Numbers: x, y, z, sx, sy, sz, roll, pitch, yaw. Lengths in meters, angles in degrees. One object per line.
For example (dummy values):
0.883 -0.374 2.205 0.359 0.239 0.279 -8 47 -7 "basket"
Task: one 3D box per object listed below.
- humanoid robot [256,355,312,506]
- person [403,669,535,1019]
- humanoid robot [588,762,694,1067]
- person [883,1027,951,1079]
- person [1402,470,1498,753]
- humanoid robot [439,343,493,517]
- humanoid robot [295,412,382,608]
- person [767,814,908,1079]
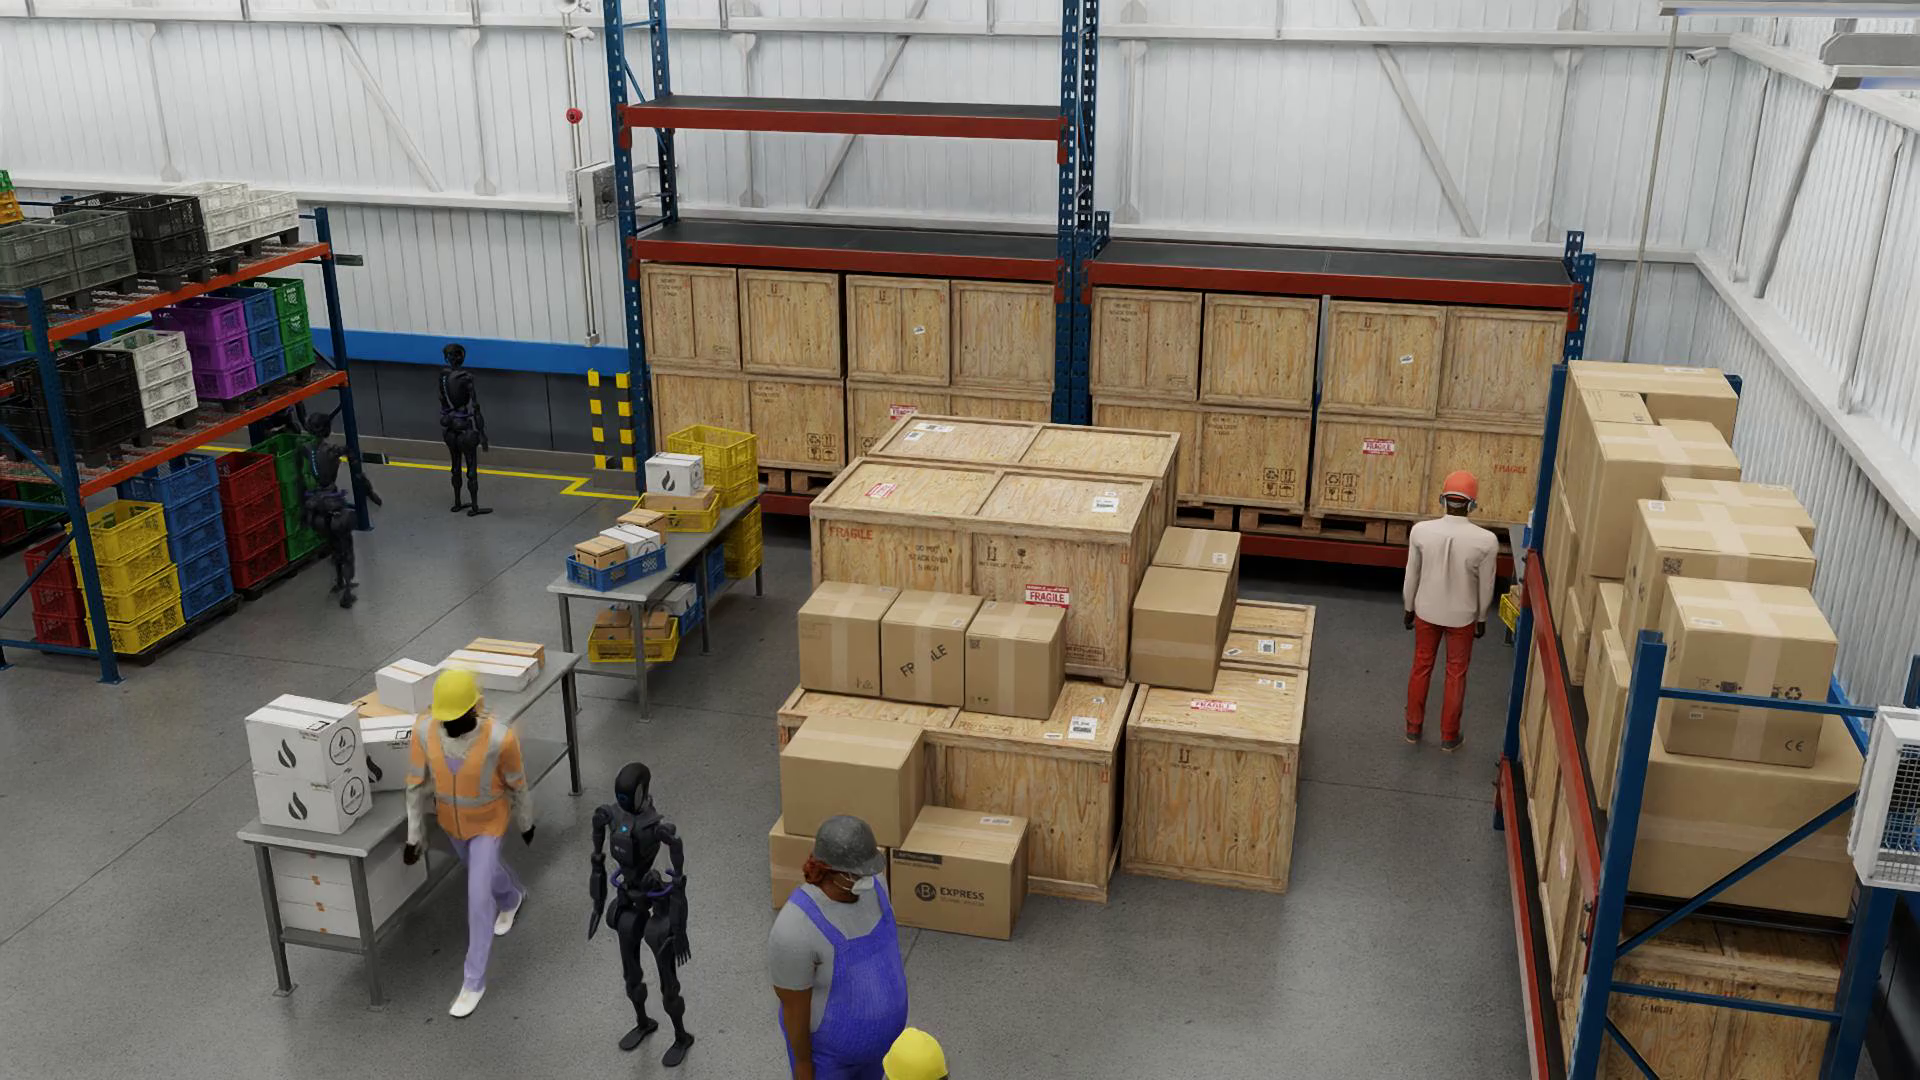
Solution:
-6.482 -1.077 15.876 0.315 1.653 0.603 12 24 29 "humanoid robot"
-2.595 1.487 8.928 0.589 1.865 1.035 5 22 14 "person"
-1.577 1.842 8.250 0.570 1.651 0.325 10 23 24 "humanoid robot"
-0.153 2.580 6.197 0.524 1.768 0.307 -19 28 -40 "person"
3.337 0.484 11.398 0.600 1.977 0.430 12 24 29 "person"
-4.742 -1.069 15.850 0.601 1.657 0.324 15 26 34 "humanoid robot"
-5.177 -0.294 13.848 0.564 1.631 0.581 6 22 16 "humanoid robot"
-0.472 2.071 7.149 0.536 2.000 0.680 15 26 34 "person"
